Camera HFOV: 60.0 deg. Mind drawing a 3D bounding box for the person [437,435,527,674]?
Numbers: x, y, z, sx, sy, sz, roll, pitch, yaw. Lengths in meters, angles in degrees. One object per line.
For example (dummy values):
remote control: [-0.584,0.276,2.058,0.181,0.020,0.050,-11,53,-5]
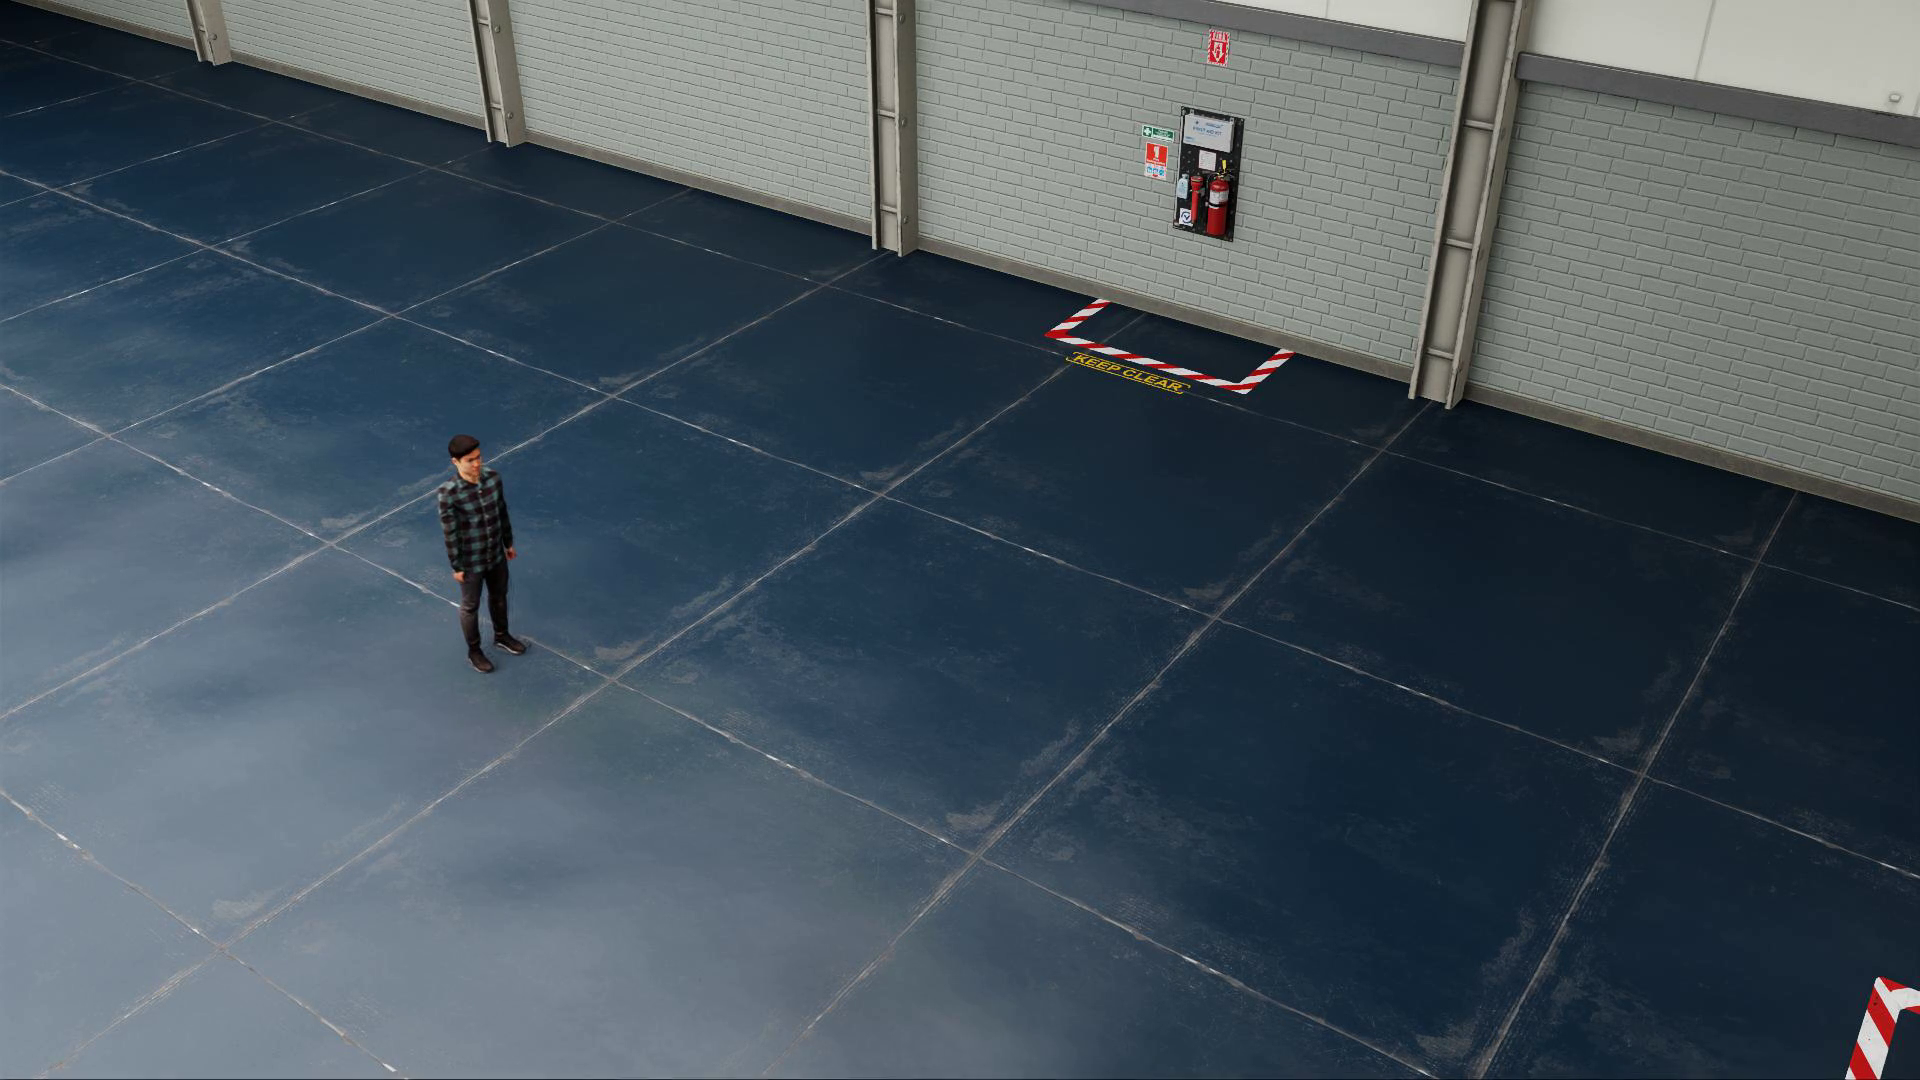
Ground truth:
person: [-3.203,0.061,11.035,0.540,1.713,0.679,24,39,33]
